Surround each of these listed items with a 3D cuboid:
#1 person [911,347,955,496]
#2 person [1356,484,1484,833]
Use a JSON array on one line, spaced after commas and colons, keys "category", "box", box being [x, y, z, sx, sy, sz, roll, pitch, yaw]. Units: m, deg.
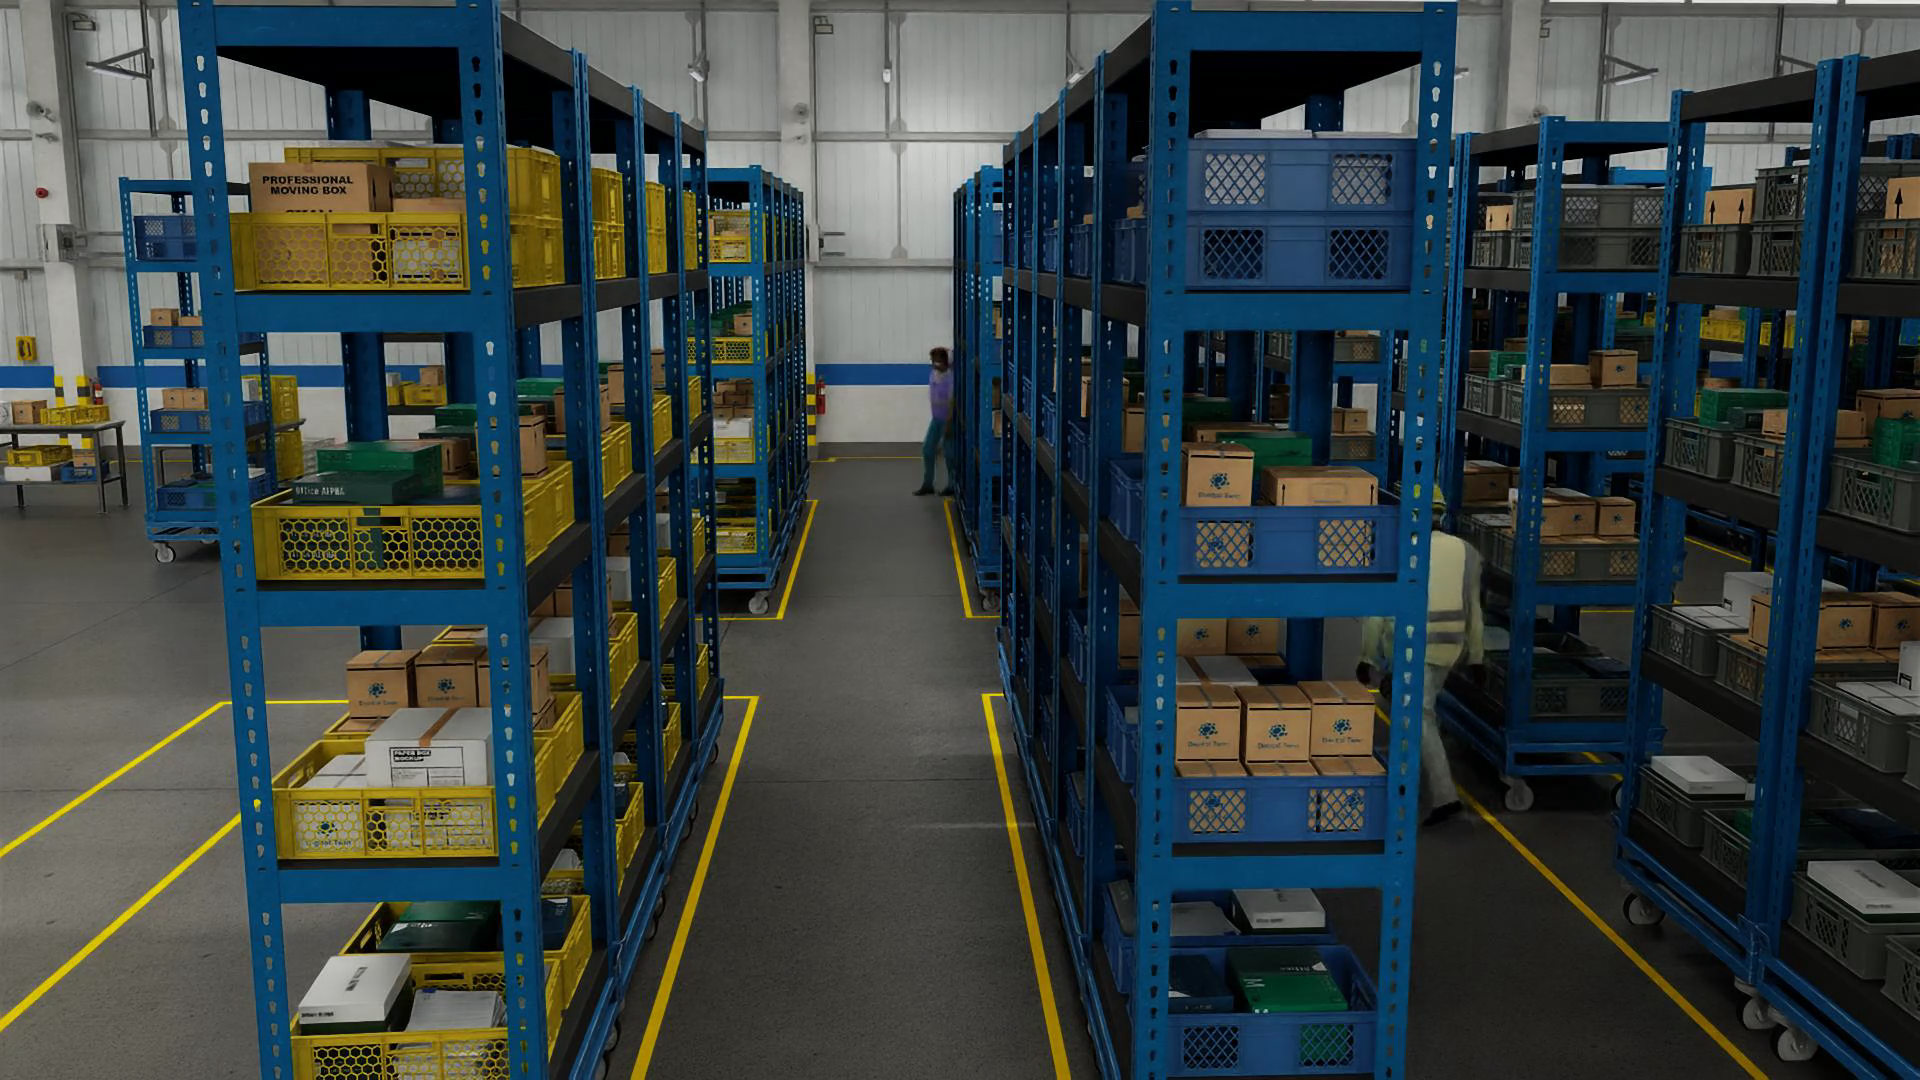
[{"category": "person", "box": [-0.273, -1.393, 19.796, 0.731, 1.801, 0.640, -7, 12, -33]}, {"category": "person", "box": [2.425, 0.578, 8.642, 0.623, 1.782, 0.943, -3, 10, -18]}]
